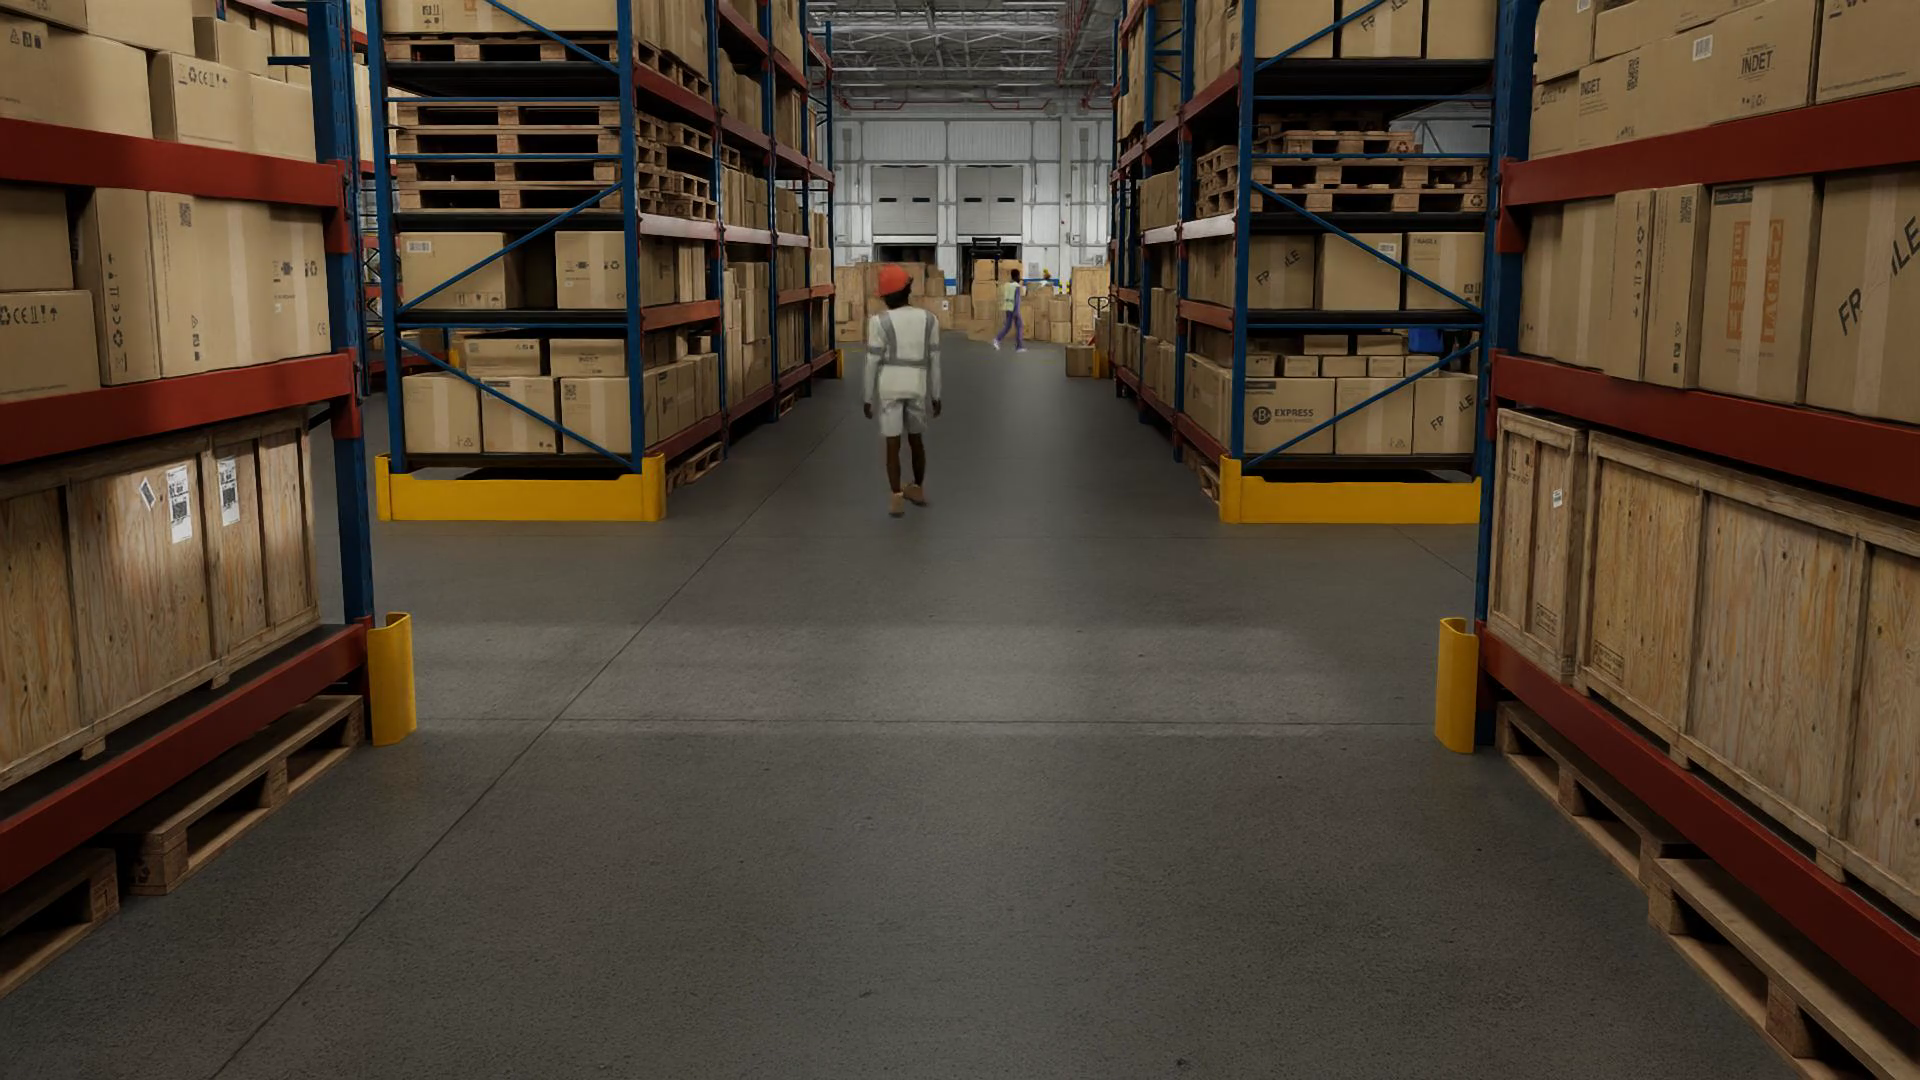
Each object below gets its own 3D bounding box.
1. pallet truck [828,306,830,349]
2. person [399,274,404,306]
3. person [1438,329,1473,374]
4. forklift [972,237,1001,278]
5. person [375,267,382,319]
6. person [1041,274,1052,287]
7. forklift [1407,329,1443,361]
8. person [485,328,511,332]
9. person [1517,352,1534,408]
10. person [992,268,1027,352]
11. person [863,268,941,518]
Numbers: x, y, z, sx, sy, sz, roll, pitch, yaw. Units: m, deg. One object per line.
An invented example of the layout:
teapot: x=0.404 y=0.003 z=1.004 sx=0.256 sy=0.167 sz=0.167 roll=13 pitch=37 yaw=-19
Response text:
pallet truck: x=-3.100 y=-3.940 z=29.800 sx=1.885 sy=1.965 sz=0.823 roll=3 pitch=10 yaw=19
person: x=-20.766 y=-9.355 z=62.396 sx=0.609 sy=1.934 sz=1.033 roll=-7 pitch=12 yaw=-37
person: x=7.809 y=-3.302 z=26.115 sx=0.642 sy=1.957 sz=0.915 roll=0 pitch=9 yaw=3
forklift: x=0.847 y=-8.362 z=53.652 sx=1.129 sy=2.768 sz=1.873 roll=0 pitch=9 yaw=1
person: x=-20.642 y=-8.786 z=59.207 sx=0.351 sy=1.878 sz=0.568 roll=-4 pitch=10 yaw=-20
person: x=3.043 y=-8.714 z=59.544 sx=0.467 sy=1.603 sz=0.542 roll=-5 pitch=11 yaw=-30
forklift: x=9.724 y=-4.779 z=32.187 sx=1.873 sy=2.768 sz=1.129 roll=0 pitch=9 yaw=1
person: x=-8.701 y=-4.198 z=31.628 sx=1.029 sy=1.910 sz=0.601 roll=-1 pitch=10 yaw=-7
person: x=6.784 y=-2.077 z=19.726 sx=0.315 sy=1.636 sz=0.515 roll=1 pitch=10 yaw=8
person: x=1.131 y=-5.165 z=37.438 sx=0.769 sy=1.899 sz=0.592 roll=-6 pitch=11 yaw=-31
person: x=-0.508 y=-1.199 z=13.456 sx=0.656 sy=1.975 sz=0.804 roll=-5 pitch=11 yaw=-27
